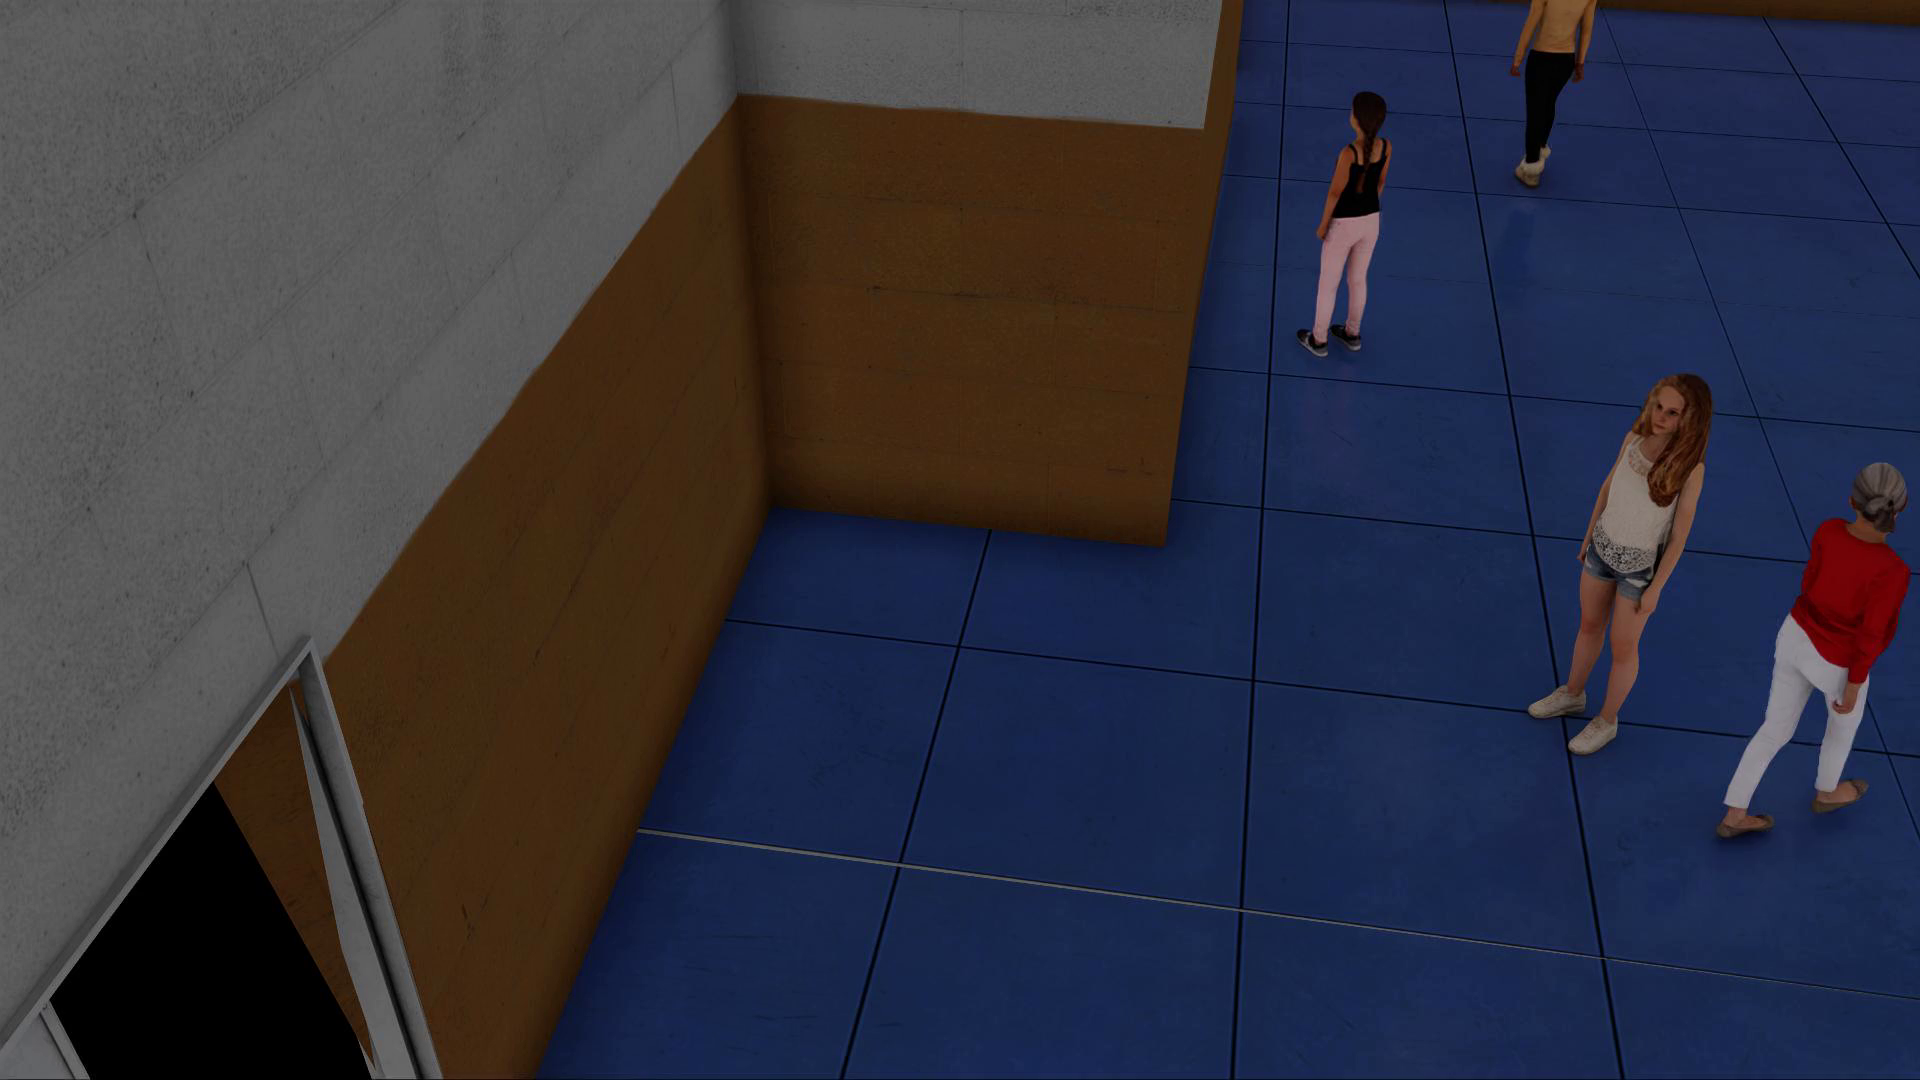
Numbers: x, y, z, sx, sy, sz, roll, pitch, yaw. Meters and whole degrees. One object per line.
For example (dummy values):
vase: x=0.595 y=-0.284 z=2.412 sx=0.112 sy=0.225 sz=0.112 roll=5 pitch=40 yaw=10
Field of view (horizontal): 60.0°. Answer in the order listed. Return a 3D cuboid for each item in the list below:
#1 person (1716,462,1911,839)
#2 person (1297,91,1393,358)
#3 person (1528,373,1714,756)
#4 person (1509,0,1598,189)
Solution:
person: x=3.143 y=0.484 z=6.226 sx=1.023 sy=1.656 sz=0.883 roll=-13 pitch=39 yaw=-16
person: x=2.210 y=-1.753 z=9.283 sx=0.604 sy=1.566 sz=0.675 roll=-14 pitch=39 yaw=-18
person: x=2.681 y=0.098 z=6.653 sx=0.680 sy=1.762 sz=0.650 roll=-15 pitch=40 yaw=-19
person: x=3.959 y=-3.137 z=11.054 sx=0.708 sy=1.652 sz=0.764 roll=-3 pitch=37 yaw=-4
